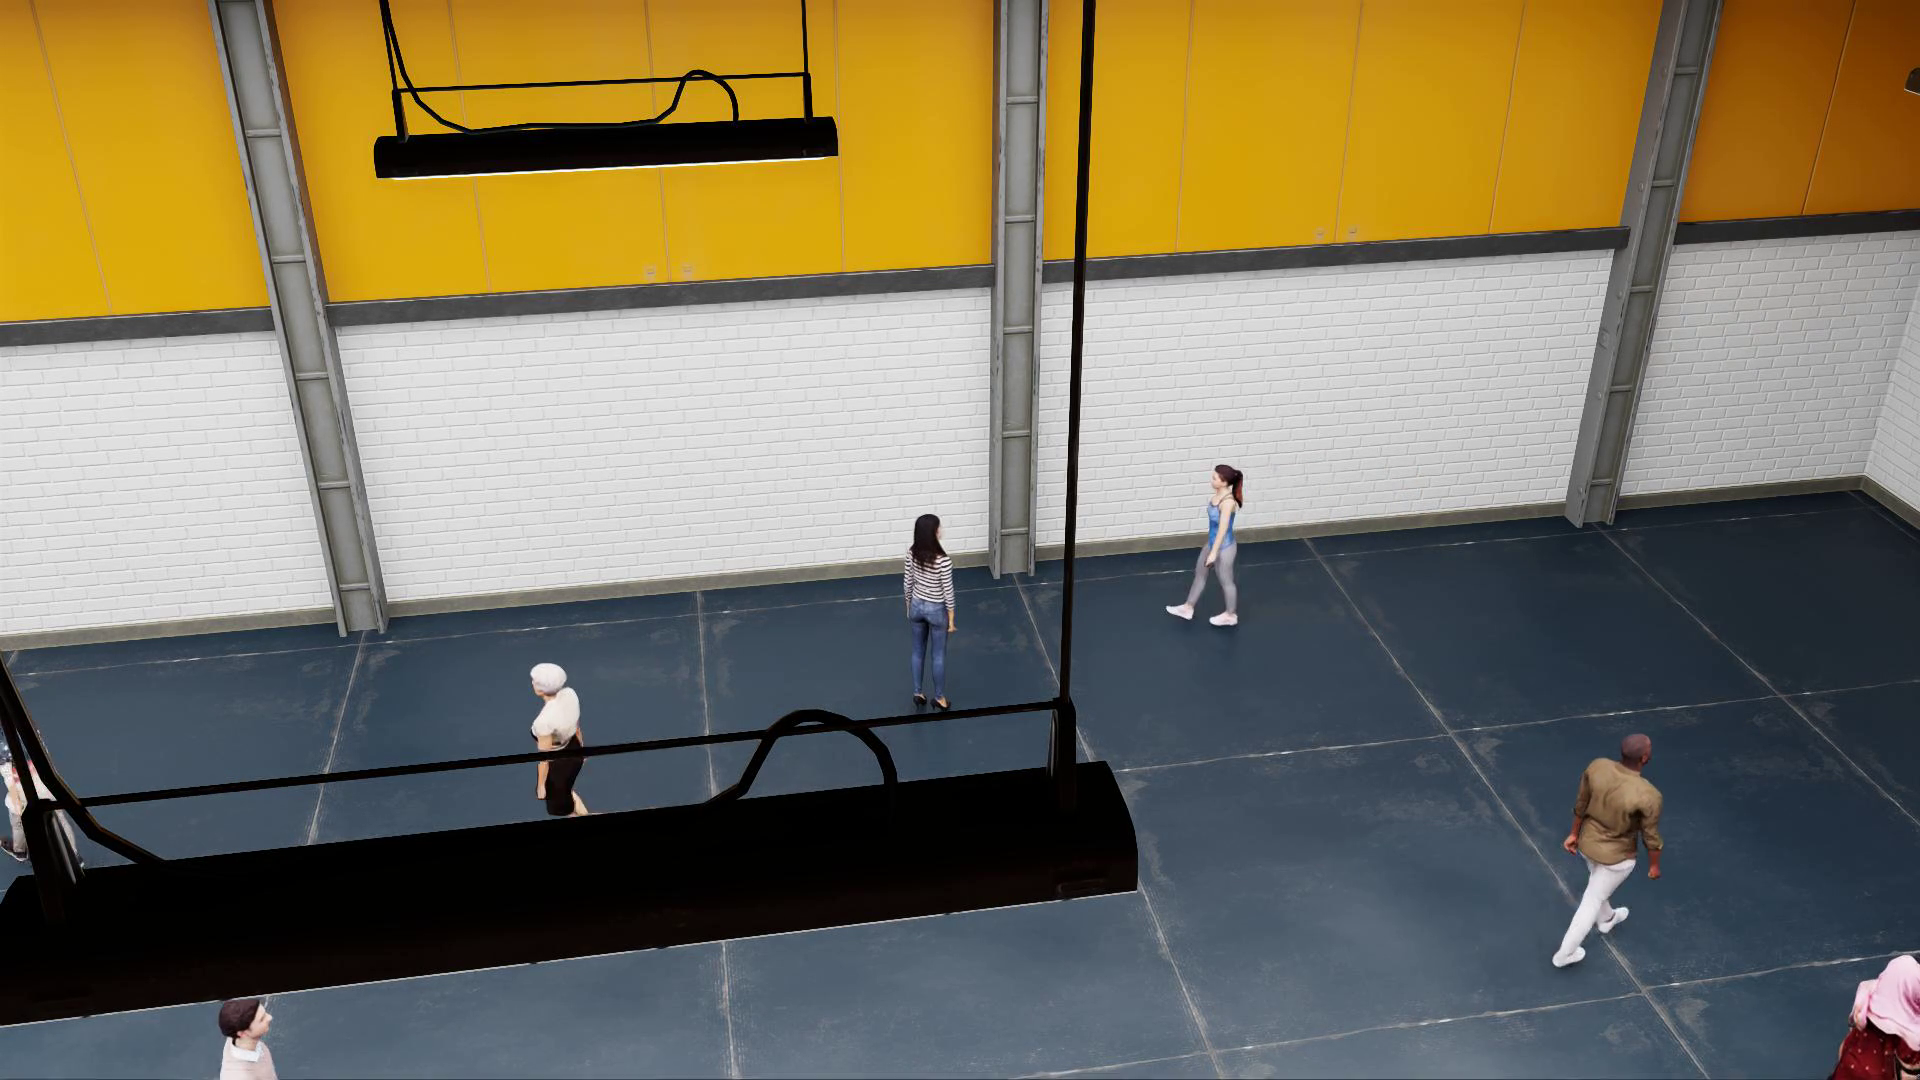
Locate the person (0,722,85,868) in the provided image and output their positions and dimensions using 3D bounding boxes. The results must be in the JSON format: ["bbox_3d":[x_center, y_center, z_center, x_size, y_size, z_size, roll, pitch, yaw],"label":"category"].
[{"bbox_3d":[-6.568,1.773,11.836,0.965,1.408,0.841,13,31,22],"label":"person"}]

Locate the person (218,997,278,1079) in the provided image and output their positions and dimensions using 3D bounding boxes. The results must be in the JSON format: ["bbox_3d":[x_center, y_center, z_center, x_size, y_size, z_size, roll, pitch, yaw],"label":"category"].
[{"bbox_3d":[-3.789,3.180,8.860,1.062,1.788,0.657,-7,29,-13],"label":"person"}]

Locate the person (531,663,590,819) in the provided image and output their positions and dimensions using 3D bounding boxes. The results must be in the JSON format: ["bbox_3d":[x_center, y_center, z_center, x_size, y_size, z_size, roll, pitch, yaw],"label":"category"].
[{"bbox_3d":[-2.720,1.629,11.751,0.873,1.744,0.809,8,30,14],"label":"person"}]

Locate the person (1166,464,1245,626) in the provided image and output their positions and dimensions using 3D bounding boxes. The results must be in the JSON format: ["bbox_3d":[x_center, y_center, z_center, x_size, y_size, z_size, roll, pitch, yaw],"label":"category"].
[{"bbox_3d":[2.386,0.066,14.776,0.897,1.591,0.646,-1,29,-2],"label":"person"}]

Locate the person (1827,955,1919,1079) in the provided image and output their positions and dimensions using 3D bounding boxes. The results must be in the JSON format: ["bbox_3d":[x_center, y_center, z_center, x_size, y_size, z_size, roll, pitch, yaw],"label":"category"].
[{"bbox_3d":[5.163,2.983,9.378,0.602,1.639,0.660,-7,29,-12],"label":"person"}]

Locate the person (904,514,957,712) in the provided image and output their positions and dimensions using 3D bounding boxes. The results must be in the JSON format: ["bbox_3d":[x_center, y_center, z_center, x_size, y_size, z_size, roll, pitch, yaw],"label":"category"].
[{"bbox_3d":[-0.251,0.609,13.568,0.635,1.794,0.714,15,32,25],"label":"person"}]

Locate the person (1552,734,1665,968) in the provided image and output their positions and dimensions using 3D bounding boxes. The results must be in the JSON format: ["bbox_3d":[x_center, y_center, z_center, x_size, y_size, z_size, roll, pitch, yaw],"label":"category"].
[{"bbox_3d":[4.179,2.074,10.886,1.170,1.791,0.983,-16,33,-27],"label":"person"}]
